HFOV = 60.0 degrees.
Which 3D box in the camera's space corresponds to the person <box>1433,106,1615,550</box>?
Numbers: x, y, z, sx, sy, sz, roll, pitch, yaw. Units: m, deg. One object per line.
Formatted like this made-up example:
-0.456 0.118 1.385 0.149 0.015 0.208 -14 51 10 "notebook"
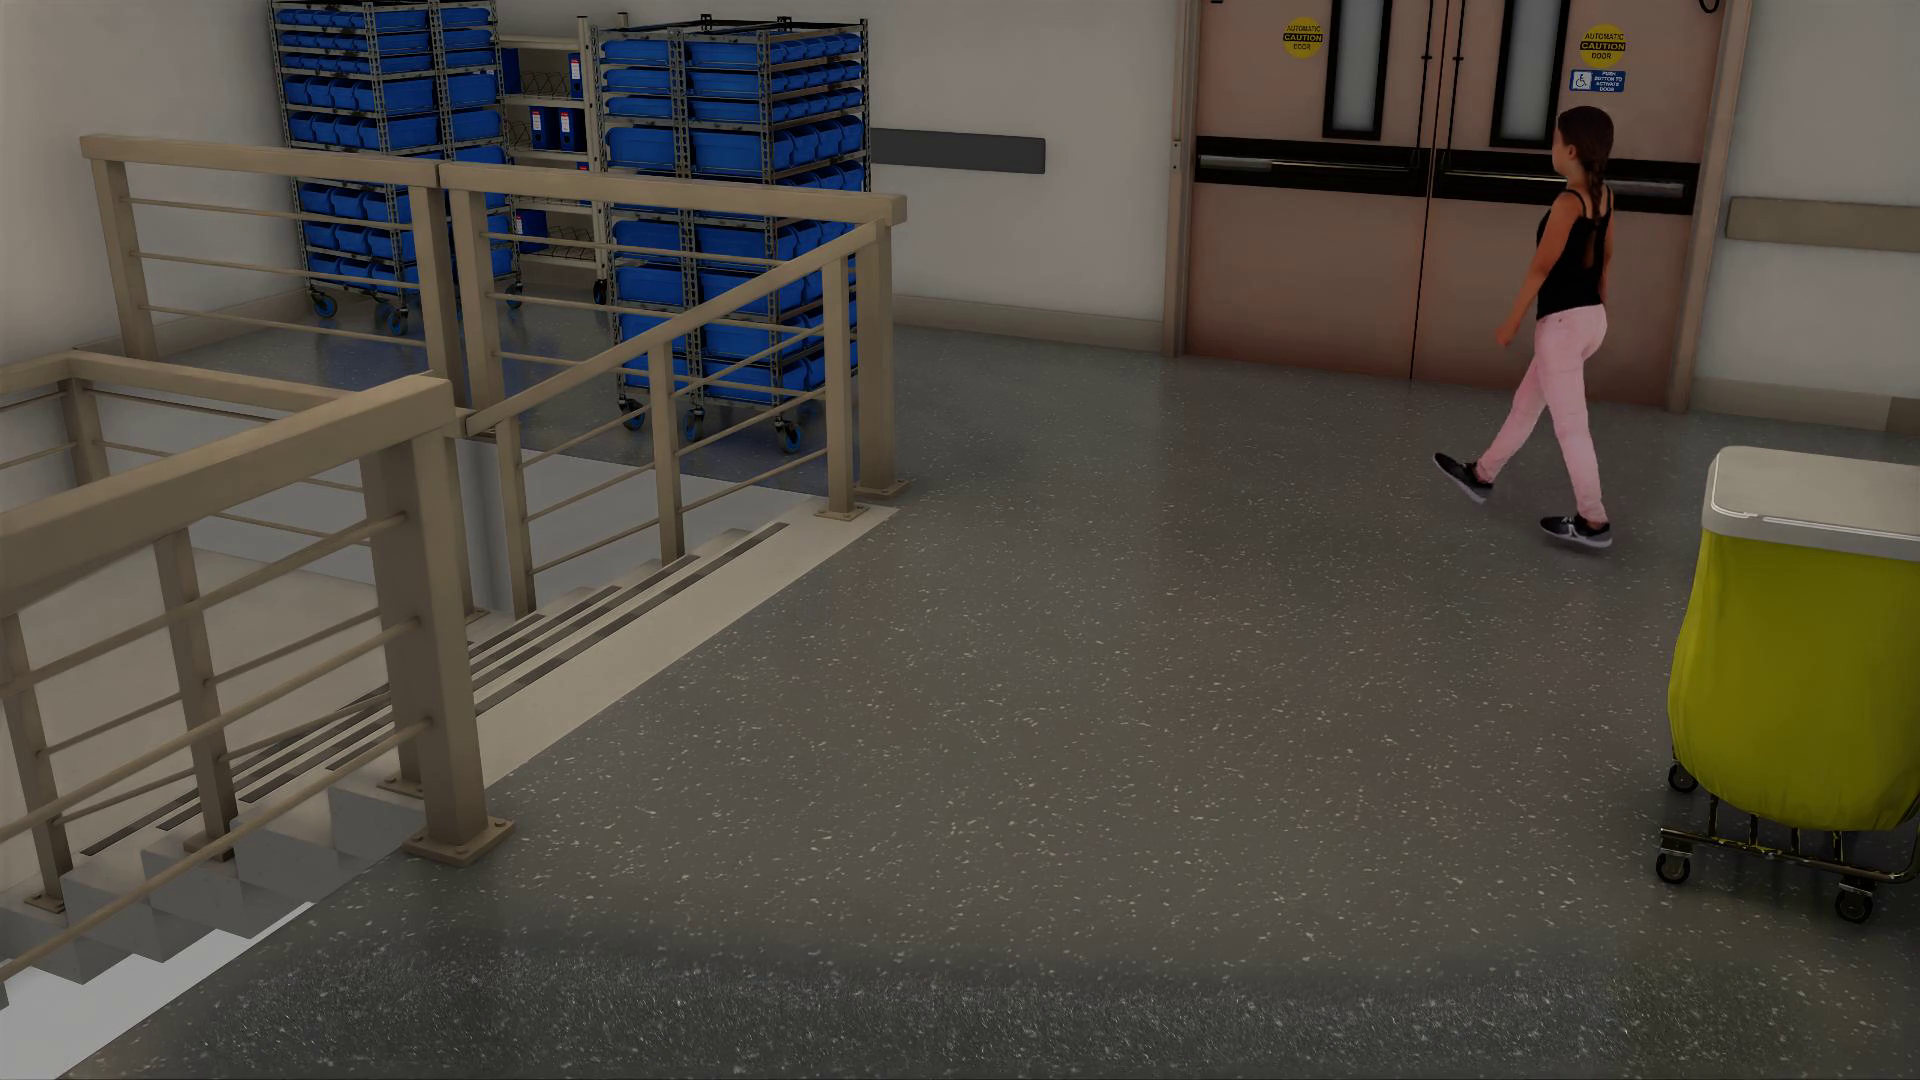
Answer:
2.203 -0.710 5.878 0.768 1.527 1.058 -19 28 -41 "person"
